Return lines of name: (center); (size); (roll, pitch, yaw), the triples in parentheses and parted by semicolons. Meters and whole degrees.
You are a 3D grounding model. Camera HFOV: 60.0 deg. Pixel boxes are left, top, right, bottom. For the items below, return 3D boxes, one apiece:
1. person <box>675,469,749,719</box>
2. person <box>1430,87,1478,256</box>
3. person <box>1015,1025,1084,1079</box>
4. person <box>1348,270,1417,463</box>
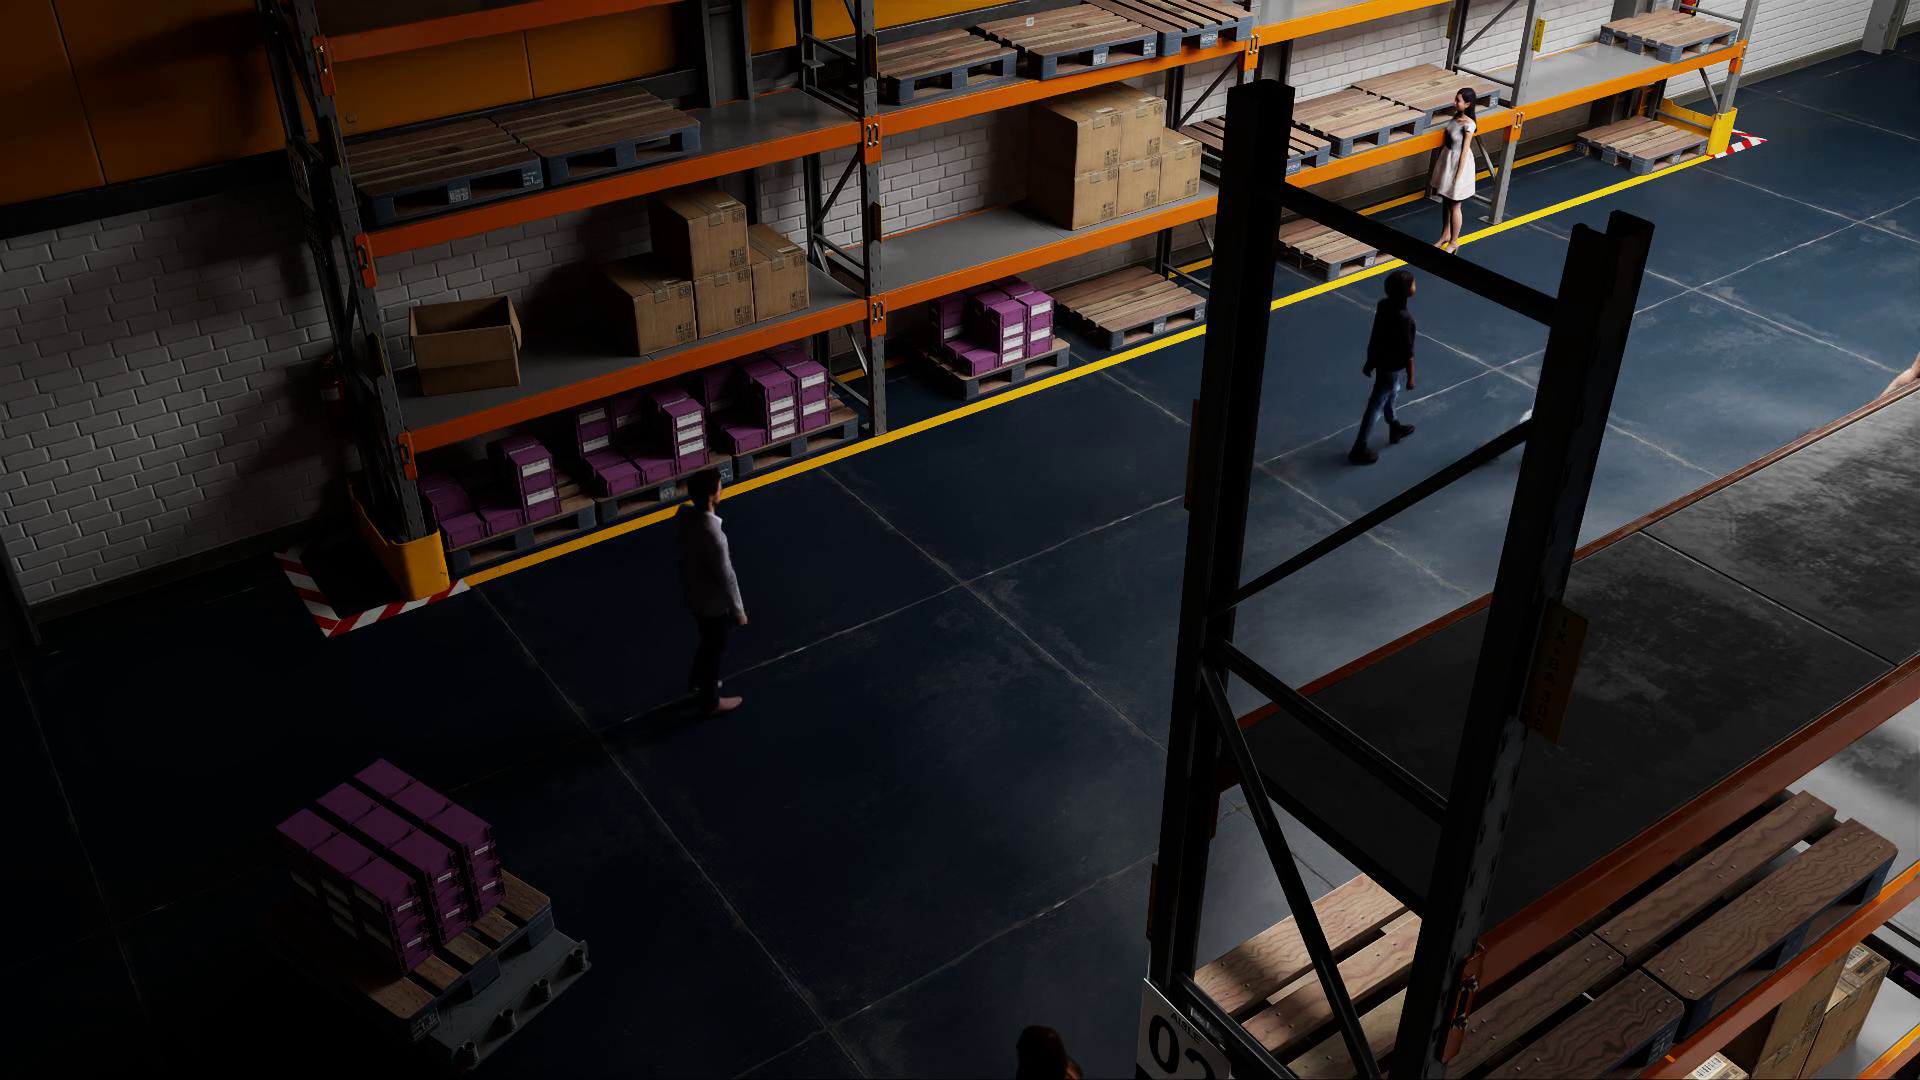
person: (-1.701, 0.387, 10.723); (0.628, 1.836, 0.709); (-18, 38, -25)
person: (5.065, -3.765, 17.029); (0.797, 1.769, 0.775); (-3, 34, -5)
person: (0.391, 2.749, 7.285); (0.736, 1.708, 0.628); (18, 37, 24)
person: (3.394, -1.381, 13.525); (1.009, 1.679, 0.728); (-12, 36, -18)
